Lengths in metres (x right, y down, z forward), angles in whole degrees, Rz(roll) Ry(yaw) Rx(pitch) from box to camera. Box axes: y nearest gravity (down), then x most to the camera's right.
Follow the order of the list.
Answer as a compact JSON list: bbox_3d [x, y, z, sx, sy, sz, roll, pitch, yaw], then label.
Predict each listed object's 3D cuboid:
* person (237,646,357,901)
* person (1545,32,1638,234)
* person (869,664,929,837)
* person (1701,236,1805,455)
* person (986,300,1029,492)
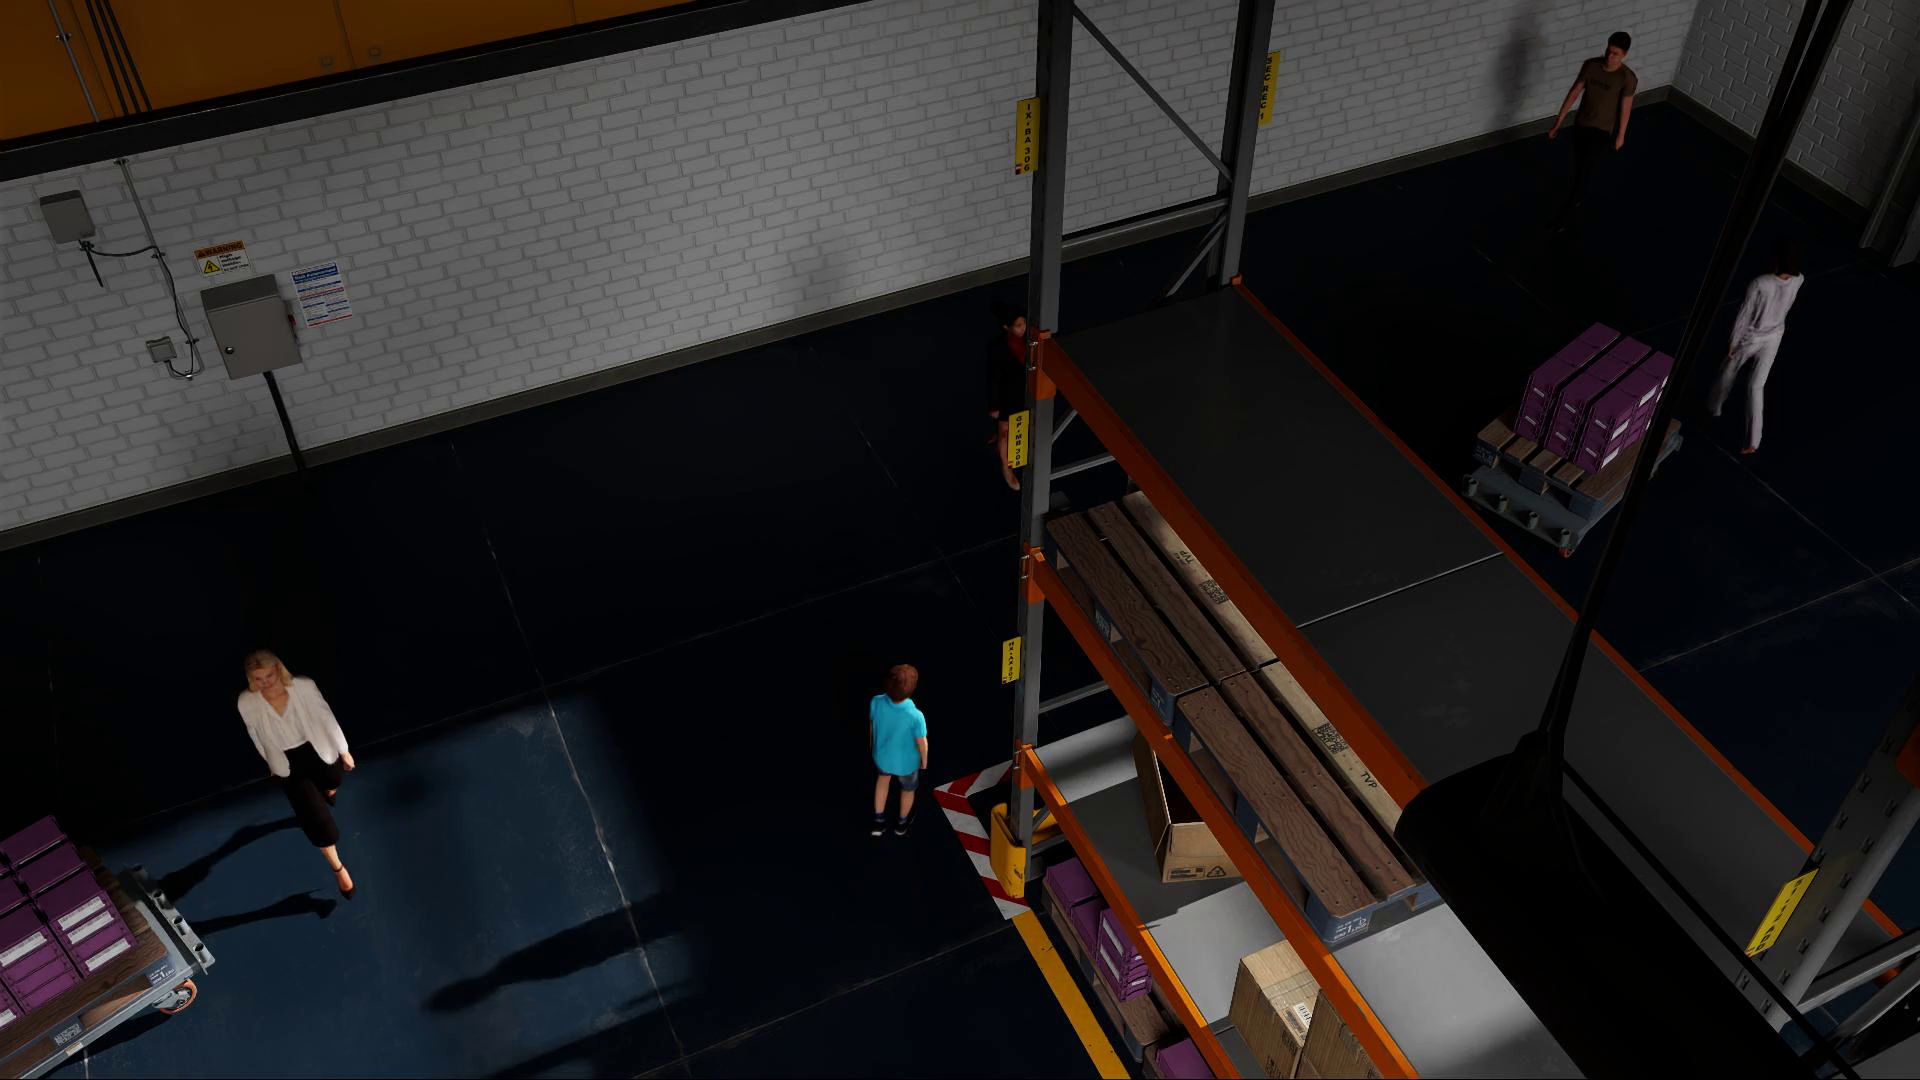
[{"bbox_3d":[-3.788,1.208,9.613,0.635,1.825,1.144,-20,47,-20],"label":"person"},{"bbox_3d":[5.675,-3.690,14.762,0.923,1.814,1.085,-29,51,-27],"label":"person"},{"bbox_3d":[-0.402,1.298,9.799,0.709,1.437,0.768,15,46,15],"label":"person"},{"bbox_3d":[5.996,-1.438,12.451,0.904,1.741,1.164,1,44,1],"label":"person"},{"bbox_3d":[0.329,-1.073,12.147,0.684,1.632,0.754,-34,53,-31],"label":"person"}]
